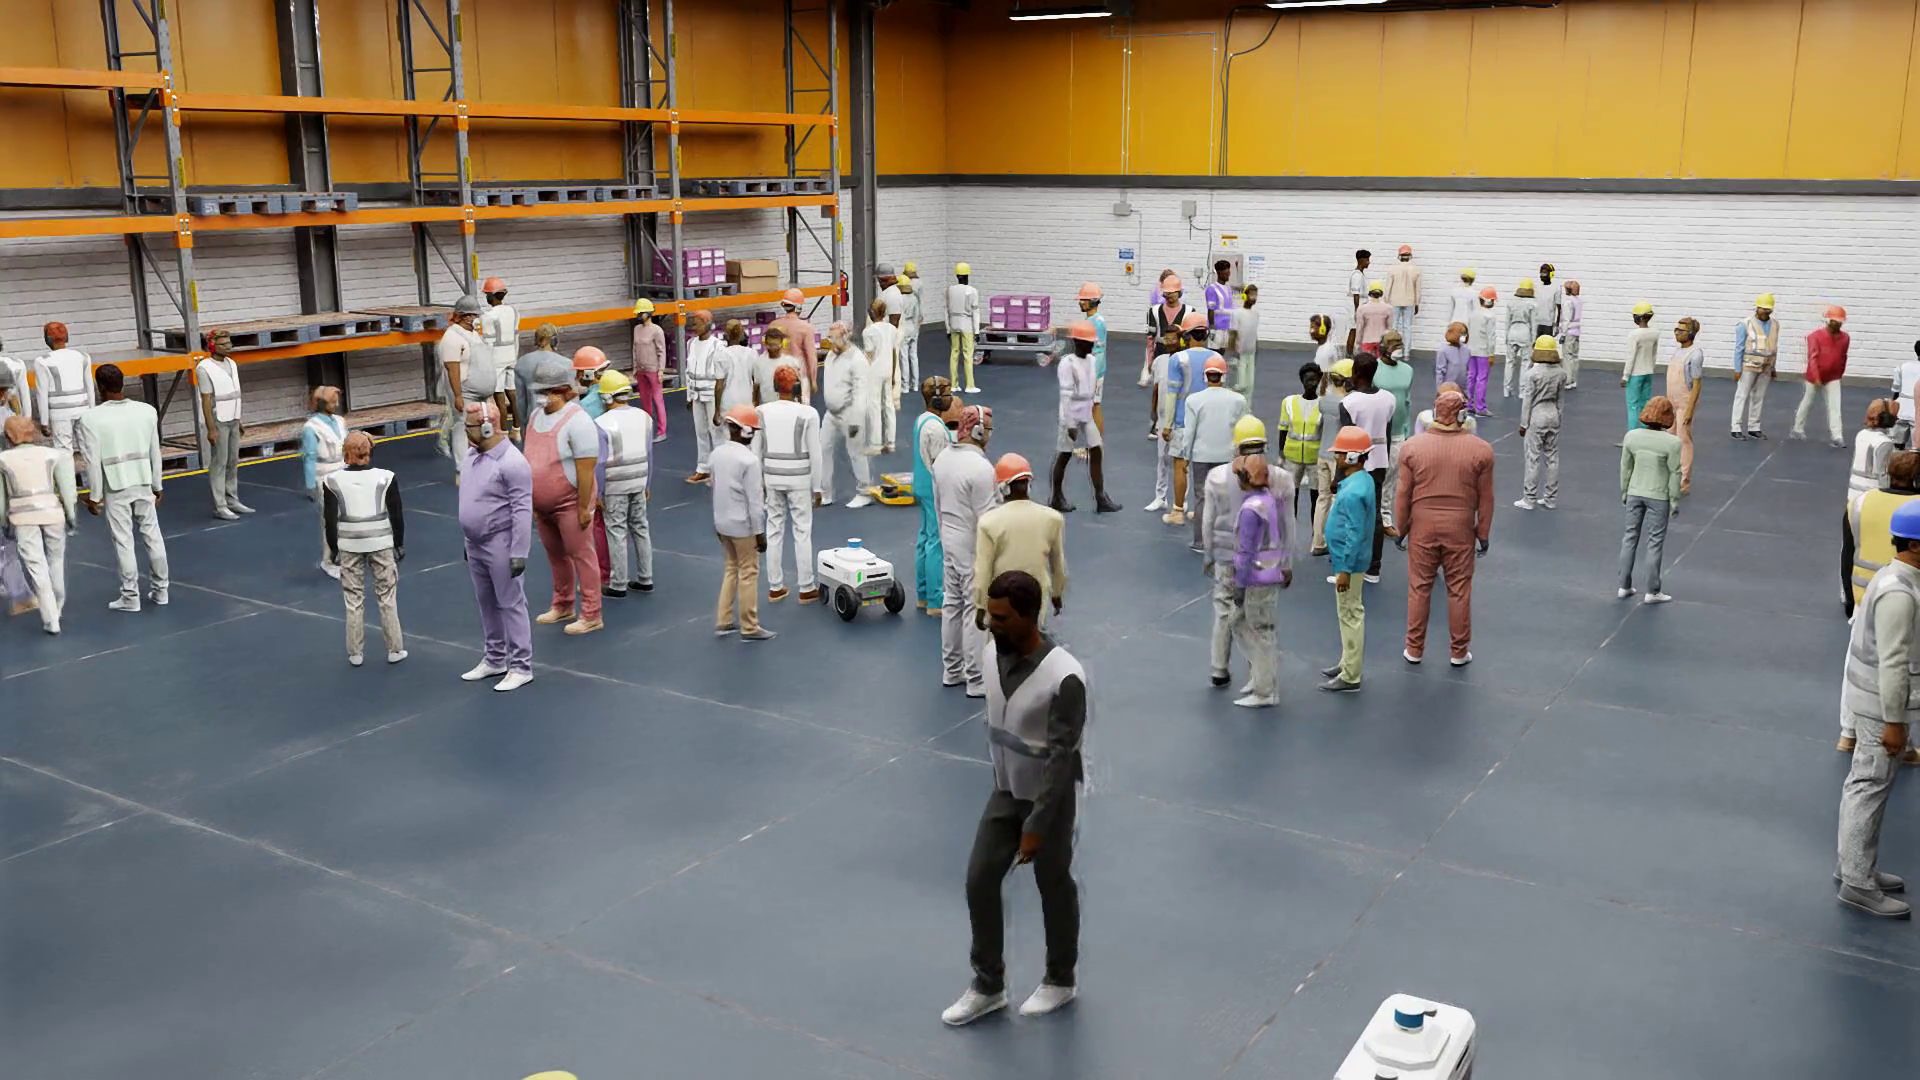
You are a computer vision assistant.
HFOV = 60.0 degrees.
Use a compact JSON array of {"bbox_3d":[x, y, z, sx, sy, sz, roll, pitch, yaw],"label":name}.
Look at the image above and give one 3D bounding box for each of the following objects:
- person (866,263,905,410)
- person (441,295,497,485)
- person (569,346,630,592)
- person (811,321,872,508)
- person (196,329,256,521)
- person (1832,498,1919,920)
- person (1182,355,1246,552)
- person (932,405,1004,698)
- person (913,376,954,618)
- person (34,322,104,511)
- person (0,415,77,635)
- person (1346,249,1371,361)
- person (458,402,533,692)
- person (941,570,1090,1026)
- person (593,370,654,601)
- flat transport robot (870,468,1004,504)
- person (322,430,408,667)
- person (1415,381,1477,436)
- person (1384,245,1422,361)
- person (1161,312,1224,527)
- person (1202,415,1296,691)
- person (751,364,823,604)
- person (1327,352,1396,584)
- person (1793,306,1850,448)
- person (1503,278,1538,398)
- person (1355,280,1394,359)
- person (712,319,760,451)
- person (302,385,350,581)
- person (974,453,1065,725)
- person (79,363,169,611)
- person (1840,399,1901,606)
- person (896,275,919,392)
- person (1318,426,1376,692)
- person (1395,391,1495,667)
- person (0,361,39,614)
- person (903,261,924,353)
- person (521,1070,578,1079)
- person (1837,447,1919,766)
[{"bbox_3d":[-1.034,-2.826,23.065,0.535,2.000,0.684,-1,13,-5],"label":"person"},{"bbox_3d":[-5.218,-1.612,17.797,0.535,2.000,0.679,2,13,8],"label":"person"},{"bbox_3d":[-2.904,-0.563,13.370,0.407,1.987,0.615,3,13,13],"label":"person"},{"bbox_3d":[-1.231,-1.217,16.432,0.825,1.871,0.662,-11,17,-39],"label":"person"},{"bbox_3d":[-7.147,-1.122,16.099,0.372,1.843,0.570,1,13,4],"label":"person"},{"bbox_3d":[4.320,0.759,7.715,0.394,1.949,0.602,7,15,27],"label":"person"},{"bbox_3d":[2.240,-0.762,14.756,0.572,1.742,0.345,-1,13,-6],"label":"person"},{"bbox_3d":[0.090,0.071,10.806,0.406,1.903,0.639,-7,15,-29],"label":"person"},{"bbox_3d":[-0.181,-0.330,12.666,0.346,1.846,0.507,-4,14,-17],"label":"person"},{"bbox_3d":[-8.843,-1.225,16.492,0.356,1.876,0.575,7,15,29],"label":"person"},{"bbox_3d":[-6.854,-0.130,12.322,0.511,1.590,0.777,-11,17,-39],"label":"person"},{"bbox_3d":[6.648,-3.881,27.836,0.375,1.958,0.599,3,13,14],"label":"person"},{"bbox_3d":[-3.080,0.038,10.936,0.652,1.905,0.408,11,17,40],"label":"person"},{"bbox_3d":[0.216,1.050,6.596,0.748,1.888,0.588,-11,17,-40],"label":"person"},{"bbox_3d":[-2.683,-0.433,13.172,0.404,1.823,0.590,9,16,35],"label":"person"},{"bbox_3d":[-0.178,-0.560,17.113,1.431,0.197,0.652,-4,14,-17],"label":"flat transport robot"},{"bbox_3d":[-4.071,0.063,11.410,0.521,1.640,0.307,-3,13,-13],"label":"person"},{"bbox_3d":[4.052,-0.533,14.031,0.529,1.609,0.583,4,14,16],"label":"person"},{"bbox_3d":[7.603,-4.074,28.612,0.623,1.983,0.413,1,13,3],"label":"person"},{"bbox_3d":[2.199,-1.141,15.795,0.611,2.029,0.409,-6,14,-26],"label":"person"},{"bbox_3d":[1.875,0.095,10.853,0.604,1.829,0.404,2,13,9],"label":"person"},{"bbox_3d":[-1.343,-0.432,13.027,0.574,1.881,0.357,4,14,17],"label":"person"},{"bbox_3d":[3.276,-0.568,13.536,0.587,1.920,0.391,-9,16,-34],"label":"person"},{"bbox_3d":[10.522,-2.001,20.243,0.556,1.707,0.905,0,13,-2],"label":"person"},{"bbox_3d":[8.174,-2.947,24.251,0.496,1.741,0.304,12,17,41],"label":"person"},{"bbox_3d":[5.802,-2.755,23.356,0.526,1.769,0.328,0,13,0],"label":"person"},{"bbox_3d":[-2.288,-1.342,17.053,0.514,1.843,0.328,-8,15,-30],"label":"person"},{"bbox_3d":[-5.172,-0.470,13.748,0.419,1.619,0.510,2,13,7],"label":"person"},{"bbox_3d":[0.349,0.334,10.033,0.608,1.737,0.464,-5,14,-22],"label":"person"},{"bbox_3d":[-6.424,-0.401,12.817,0.397,1.917,0.590,9,16,34],"label":"person"},{"bbox_3d":[7.073,-0.283,12.939,0.329,1.641,0.533,2,13,8],"label":"person"},{"bbox_3d":[-0.831,-3.075,24.799,0.325,1.740,0.492,10,16,36],"label":"person"},{"bbox_3d":[2.540,0.120,10.912,0.330,1.750,0.572,4,14,16],"label":"person"},{"bbox_3d":[3.317,-0.074,11.433,0.648,1.900,0.401,4,14,17],"label":"person"},{"bbox_3d":[-7.233,-0.357,12.354,0.690,2.000,0.952,4,14,18],"label":"person"},{"bbox_3d":[-0.848,-3.855,28.209,0.499,1.723,0.437,0,13,1],"label":"person"},{"bbox_3d":[-0.817,1.874,3.302,0.339,1.761,0.524,-5,14,-20],"label":"person"},{"bbox_3d":[5.397,0.377,9.607,0.430,1.845,0.619,-6,14,-25],"label":"person"}]
